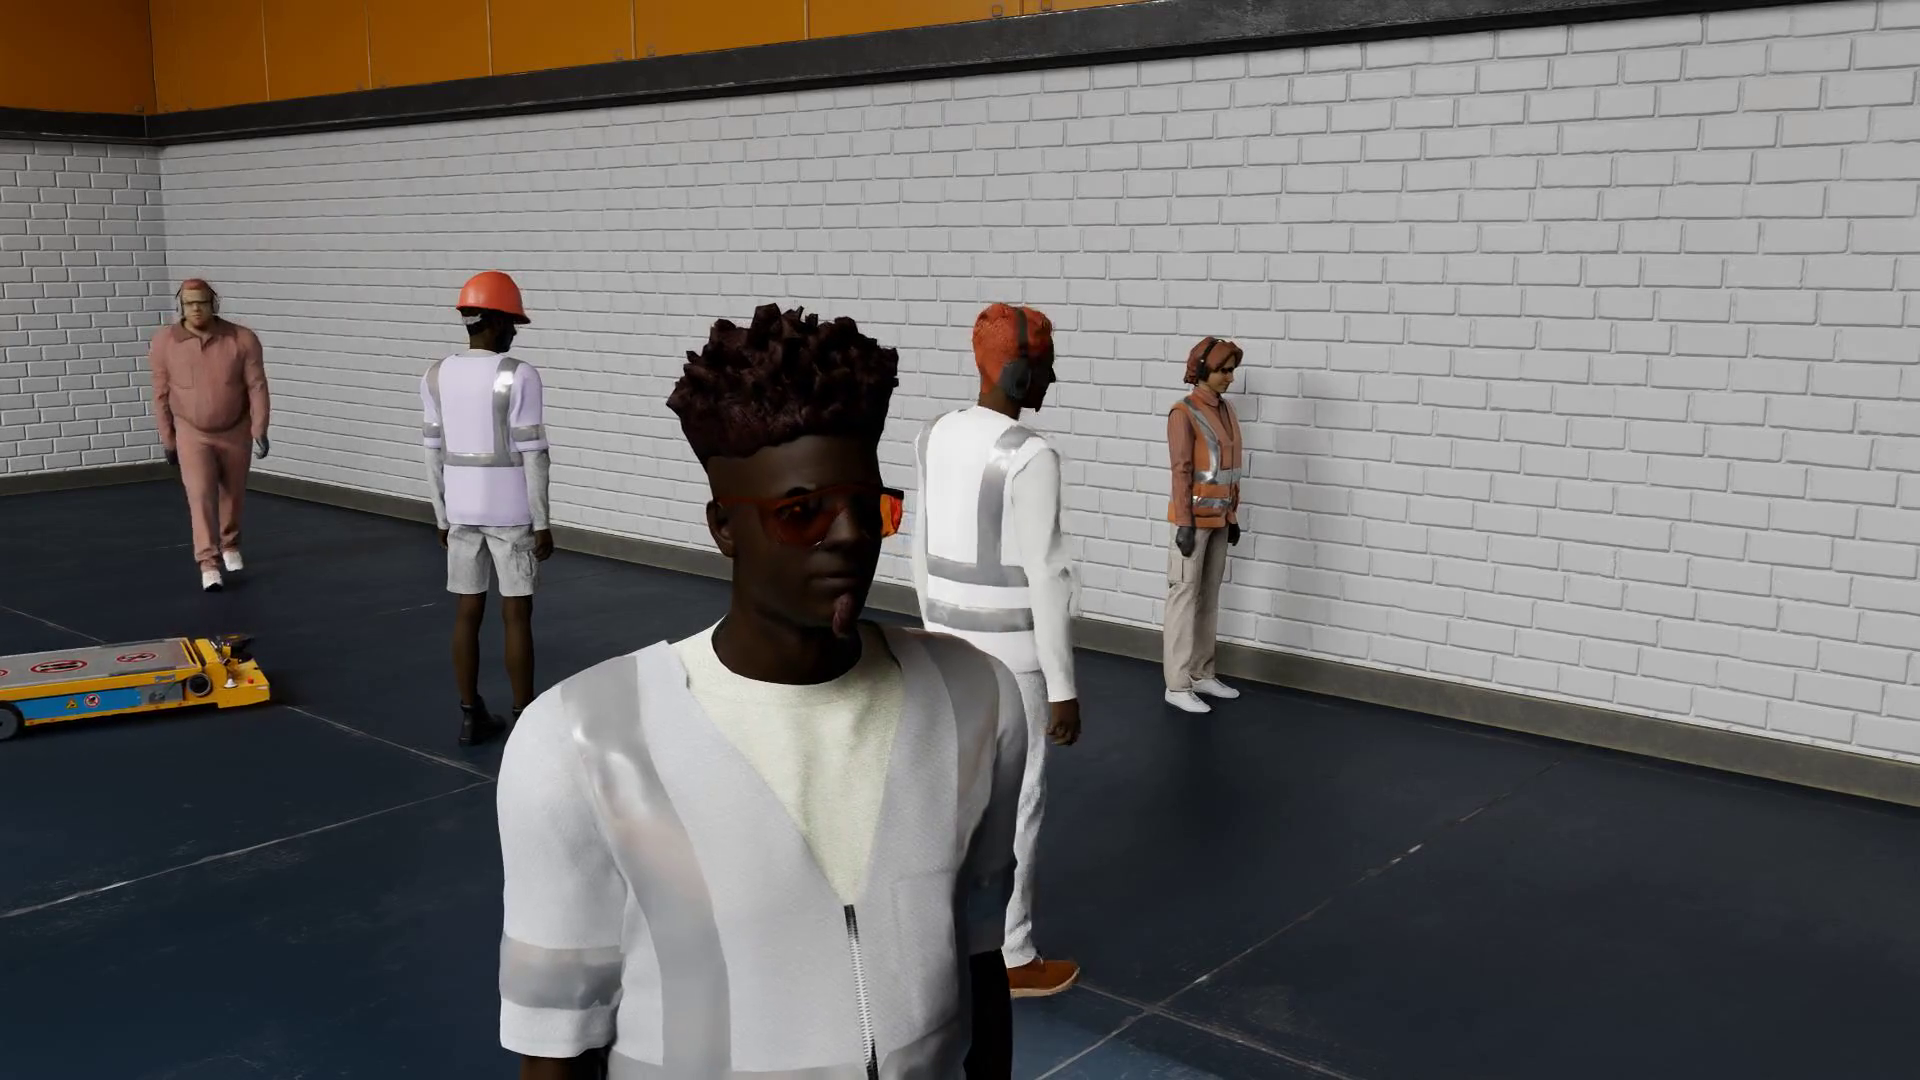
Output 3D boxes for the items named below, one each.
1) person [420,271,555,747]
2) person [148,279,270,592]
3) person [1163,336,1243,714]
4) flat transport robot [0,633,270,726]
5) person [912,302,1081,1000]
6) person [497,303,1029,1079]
[{"bbox_3d":[-1.881,-0.111,6.735,0.546,1.928,0.385,4,11,20],"label":"person"},{"bbox_3d":[-4.531,-0.655,10.096,0.632,1.845,1.046,-5,11,-28],"label":"person"},{"bbox_3d":[1.075,-0.073,7.340,0.309,1.640,0.514,7,12,34],"label":"person"},{"bbox_3d":[-3.816,0.629,7.233,1.431,0.197,0.652,-6,11,-29],"label":"flat transport robot"},{"bbox_3d":[0.085,0.313,4.494,0.340,1.886,0.607,-7,12,-35],"label":"person"},{"bbox_3d":[-0.175,0.736,1.800,0.606,1.966,0.367,-6,12,-32],"label":"person"}]
